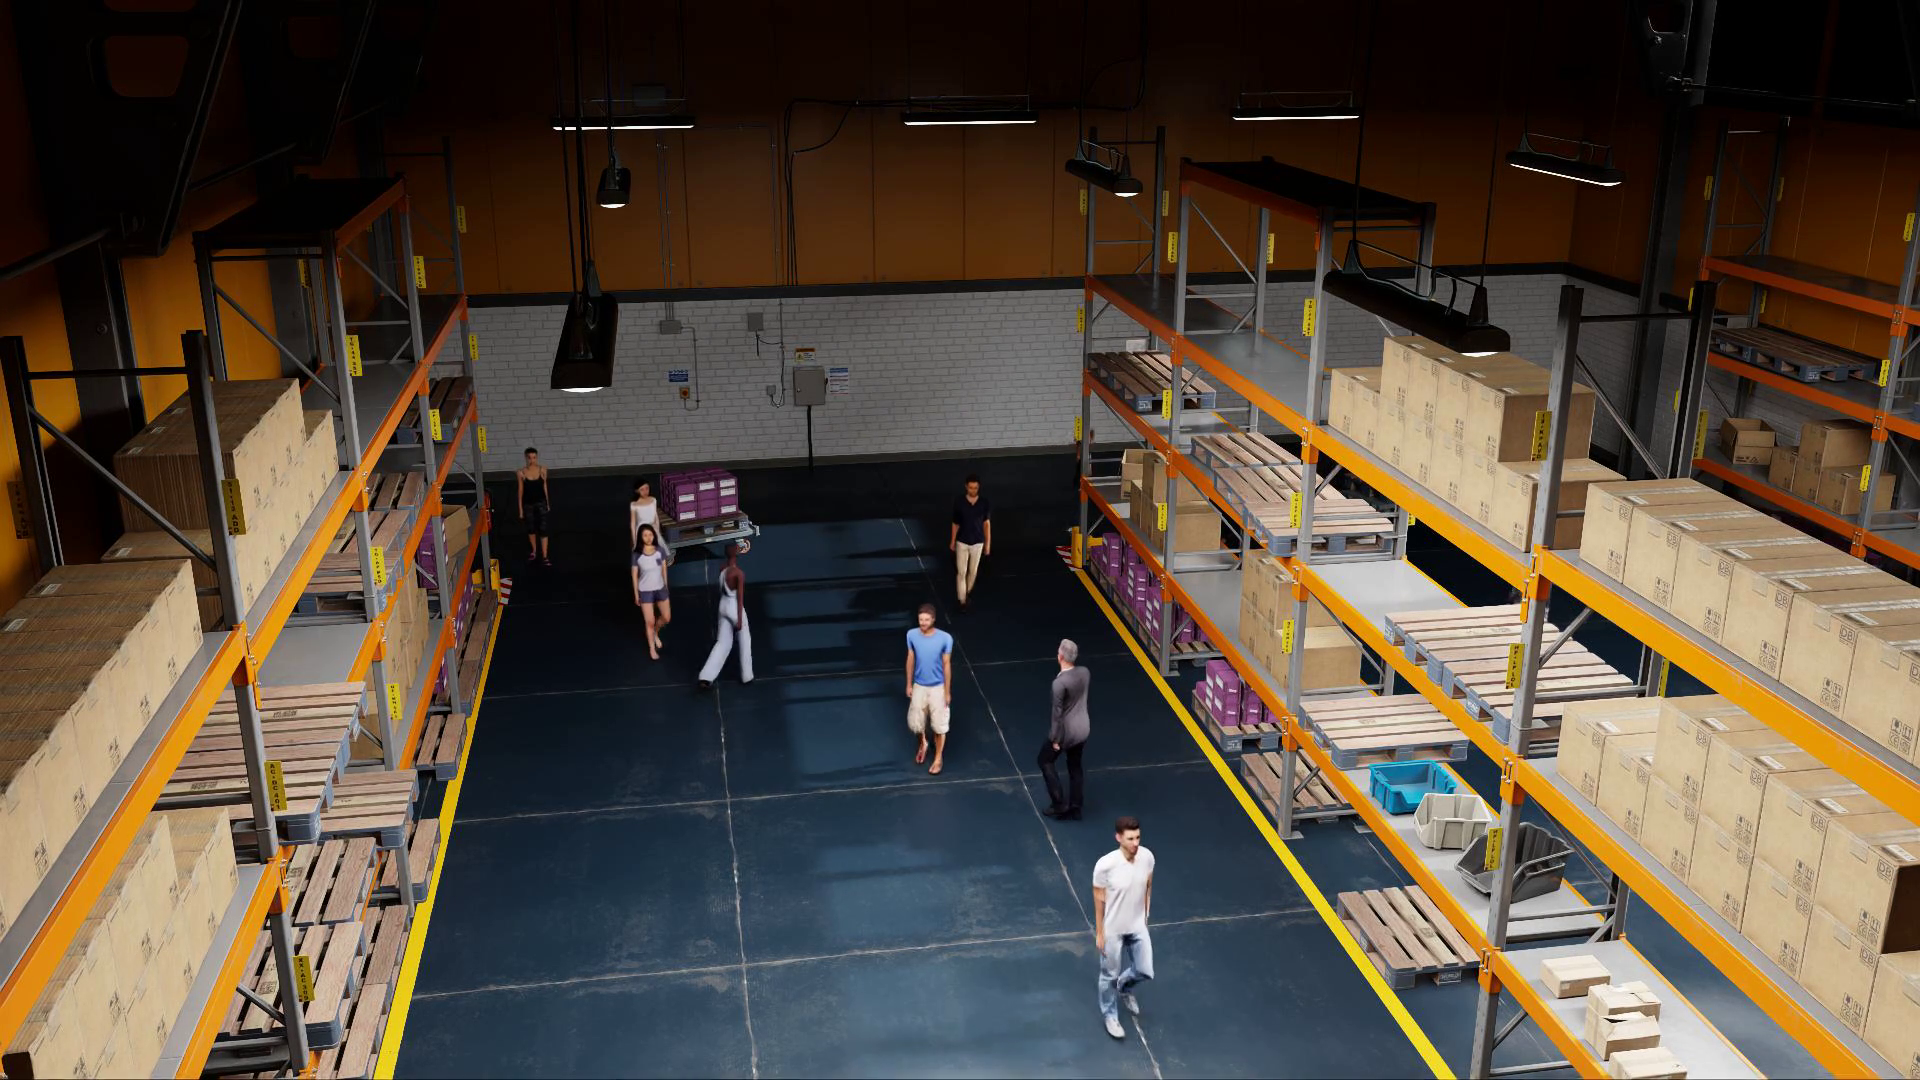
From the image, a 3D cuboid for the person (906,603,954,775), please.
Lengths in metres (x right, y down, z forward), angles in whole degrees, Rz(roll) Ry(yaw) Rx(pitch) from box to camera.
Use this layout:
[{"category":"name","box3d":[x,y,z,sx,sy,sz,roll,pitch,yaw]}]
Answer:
[{"category":"person","box3d":[-0.282,1.474,17.164,0.765,1.848,0.801,3,19,8]}]

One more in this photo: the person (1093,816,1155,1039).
[{"category":"person","box3d":[1.214,2.928,12.845,0.722,1.848,0.761,-6,20,-18]}]

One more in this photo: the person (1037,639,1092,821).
[{"category":"person","box3d":[1.116,1.865,16.057,0.885,1.813,0.852,16,24,39]}]

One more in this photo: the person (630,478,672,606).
[{"category":"person","box3d":[-4.114,0.032,21.580,0.786,1.762,0.841,-14,23,-35]}]

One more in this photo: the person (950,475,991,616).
[{"category":"person","box3d":[0.118,0.017,21.543,0.698,1.814,1.076,-2,19,-5]}]

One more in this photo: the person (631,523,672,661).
[{"category":"person","box3d":[-3.737,0.591,20.028,0.707,1.693,0.753,-11,21,-29]}]

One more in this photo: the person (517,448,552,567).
[{"category":"person","box3d":[-5.953,-0.486,23.234,0.706,1.688,0.981,-6,19,-17]}]

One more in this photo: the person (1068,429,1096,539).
[{"category":"person","box3d":[1.714,-0.780,24.073,0.627,1.710,0.536,-4,19,-10]}]

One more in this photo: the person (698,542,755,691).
[{"category":"person","box3d":[-2.676,0.913,18.977,1.001,1.753,1.043,16,24,40]}]
